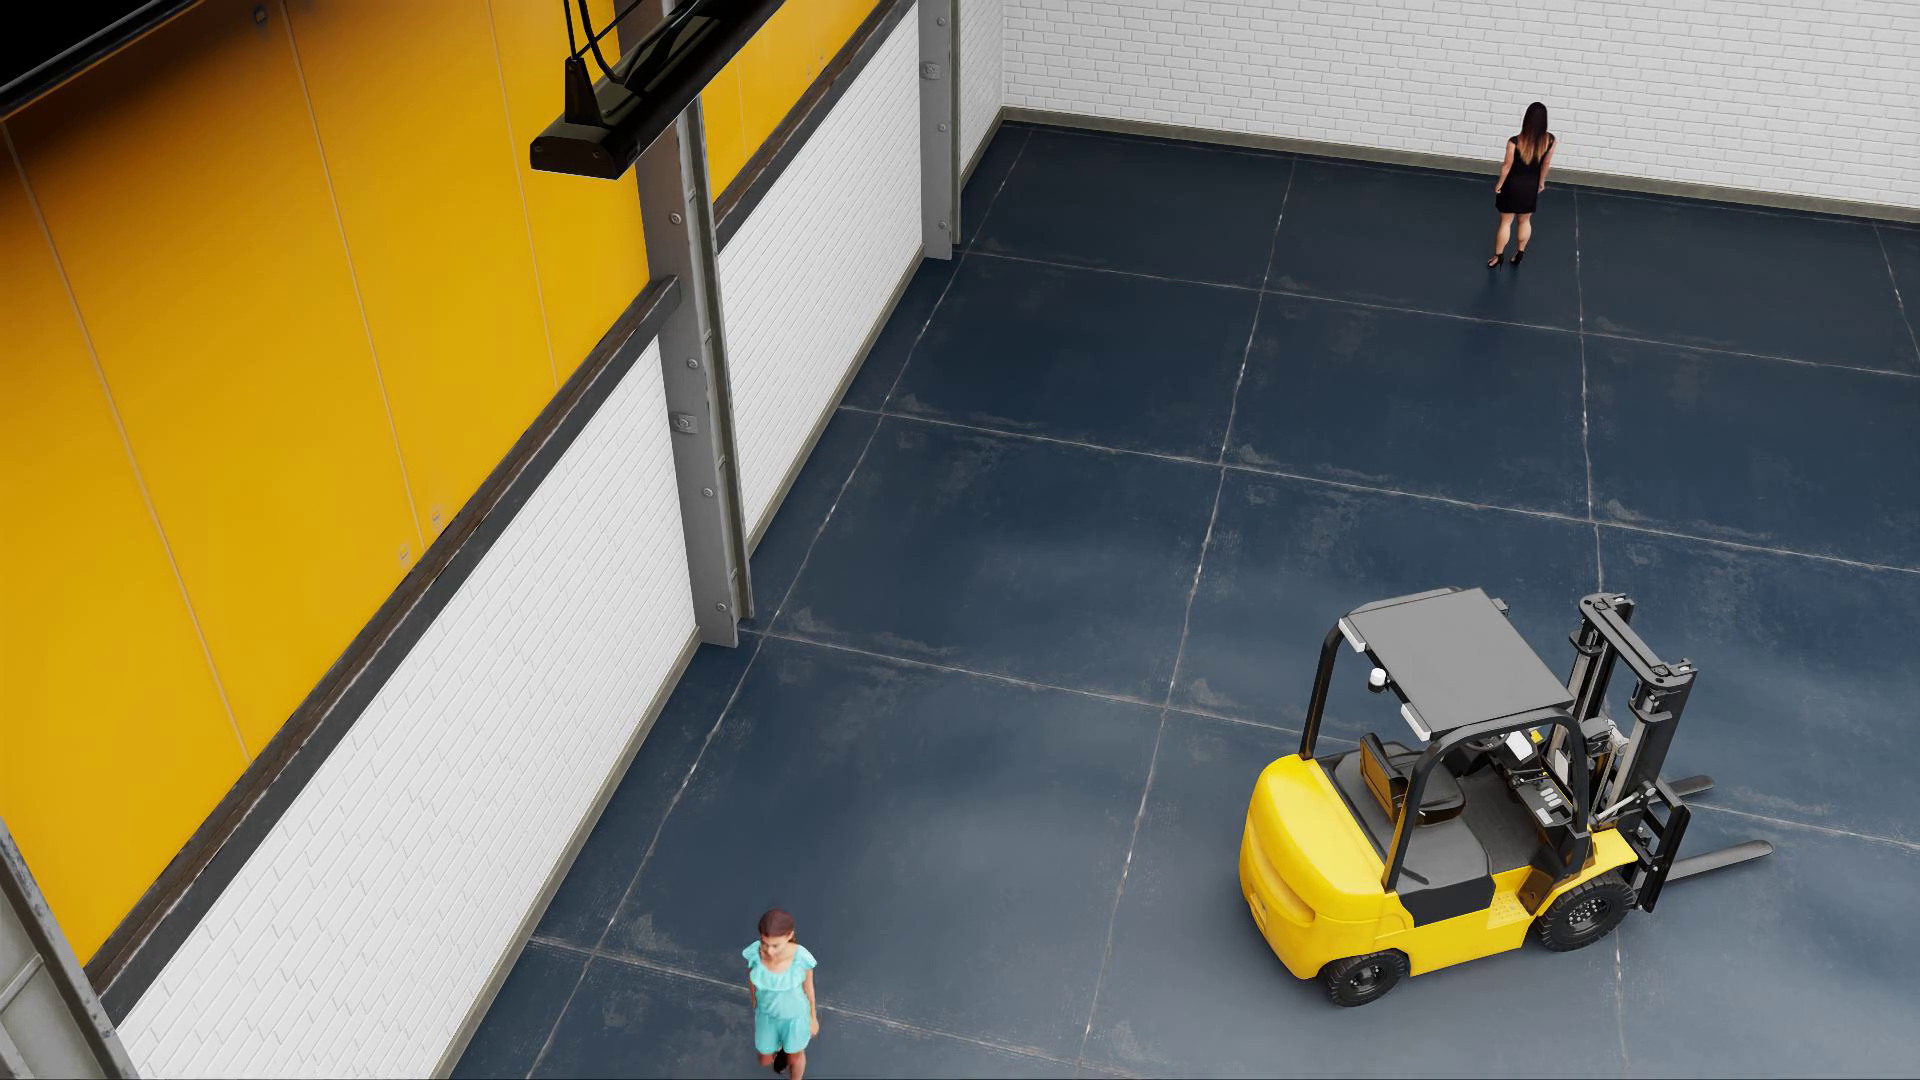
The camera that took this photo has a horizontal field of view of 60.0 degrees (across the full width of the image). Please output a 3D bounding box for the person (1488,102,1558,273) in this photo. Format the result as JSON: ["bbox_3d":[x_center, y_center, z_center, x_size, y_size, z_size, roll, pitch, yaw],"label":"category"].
[{"bbox_3d":[5.438,-3.412,16.117,0.736,1.718,0.735,-5,39,-6],"label":"person"}]

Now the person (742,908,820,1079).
[{"bbox_3d":[-0.922,2.459,8.900,0.592,1.550,0.717,5,39,6],"label":"person"}]
